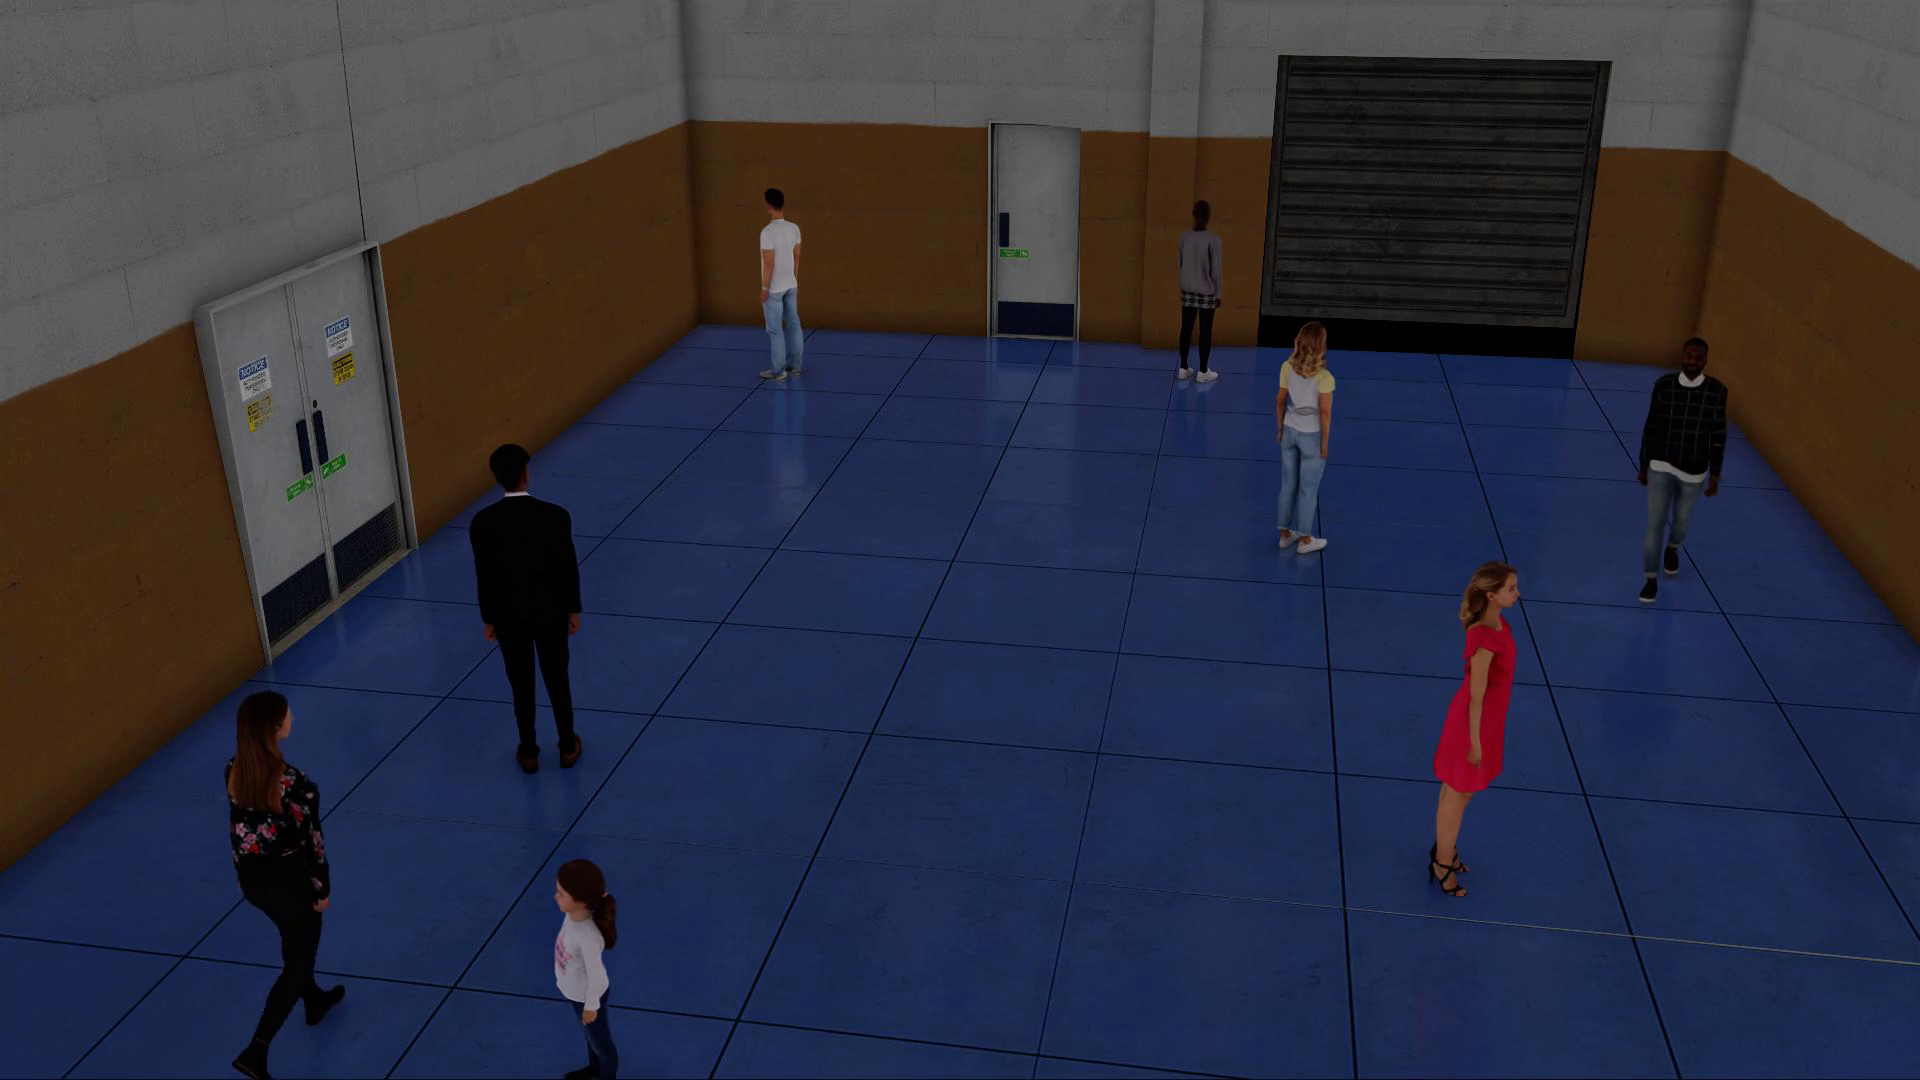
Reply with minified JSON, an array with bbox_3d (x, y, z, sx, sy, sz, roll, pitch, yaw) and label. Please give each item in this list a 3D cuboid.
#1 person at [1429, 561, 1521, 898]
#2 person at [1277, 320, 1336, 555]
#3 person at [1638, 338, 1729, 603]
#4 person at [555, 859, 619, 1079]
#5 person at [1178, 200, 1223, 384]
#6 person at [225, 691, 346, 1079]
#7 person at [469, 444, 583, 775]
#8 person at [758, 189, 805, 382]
[{"bbox_3d":[2.467,0.890,8.020,0.605,1.728,0.616,9,24,22],"label":"person"},{"bbox_3d":[2.496,-0.748,12.083,0.765,1.722,0.676,-19,29,-39],"label":"person"},{"bbox_3d":[4.968,-0.517,11.463,1.247,1.772,0.953,9,24,22],"label":"person"},{"bbox_3d":[-1.492,1.768,6.664,0.579,1.110,0.528,-10,24,-24],"label":"person"},{"bbox_3d":[2.322,-2.428,16.218,0.624,1.773,0.751,15,26,33],"label":"person"},{"bbox_3d":[-2.812,1.435,6.761,0.985,1.655,0.766,7,23,18],"label":"person"},{"bbox_3d":[-2.346,0.388,9.068,0.663,1.877,0.831,-6,23,-13],"label":"person"},{"bbox_3d":[-1.759,-2.498,16.273,0.738,1.862,0.756,16,27,34],"label":"person"}]
